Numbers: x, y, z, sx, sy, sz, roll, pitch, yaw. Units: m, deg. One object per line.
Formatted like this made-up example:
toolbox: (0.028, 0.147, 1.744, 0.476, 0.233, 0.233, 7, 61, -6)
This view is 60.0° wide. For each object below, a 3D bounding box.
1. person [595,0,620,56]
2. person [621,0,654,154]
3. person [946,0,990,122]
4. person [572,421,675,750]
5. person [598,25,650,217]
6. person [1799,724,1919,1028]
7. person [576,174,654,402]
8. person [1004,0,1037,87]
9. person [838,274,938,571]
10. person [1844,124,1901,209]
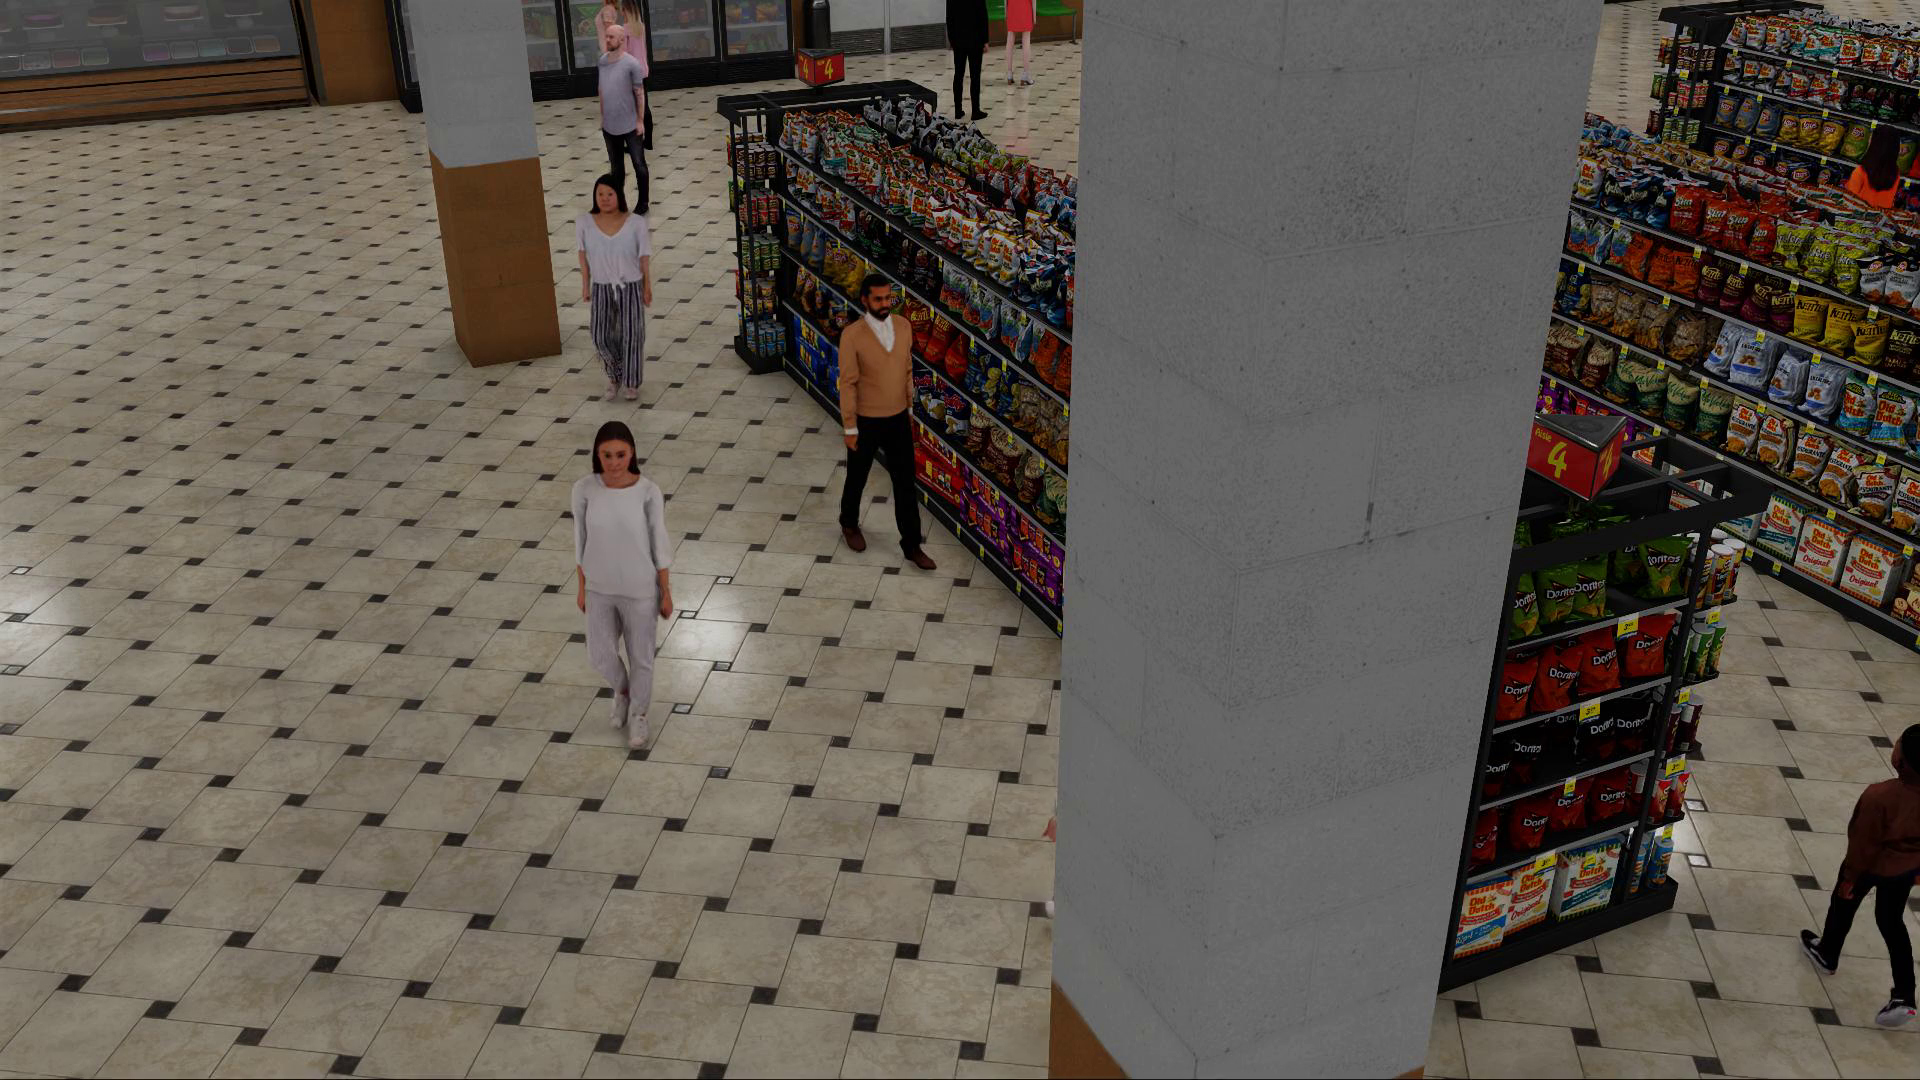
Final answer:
person: (-3.998, -5.552, 19.164, 0.697, 1.831, 0.561, -1, 27, -3)
person: (-3.641, -5.202, 18.631, 0.727, 1.688, 0.685, 12, 29, 23)
person: (0.091, -6.039, 20.055, 0.774, 1.891, 0.844, 11, 29, 20)
person: (-1.620, 0.188, 8.007, 0.727, 1.683, 0.738, -1, 27, -3)
person: (-3.311, -4.121, 16.339, 0.733, 1.832, 0.825, 14, 30, 25)
person: (3.557, 1.281, 6.346, 0.714, 1.237, 0.939, -2, 27, -5)
person: (-2.462, -1.840, 12.022, 0.807, 1.669, 0.823, -1, 27, -1)
person: (0.782, -6.930, 21.883, 0.640, 1.828, 0.722, 12, 29, 23)
person: (-0.521, -0.717, 9.737, 0.754, 1.732, 1.023, -16, 31, -29)
person: (7.052, -2.308, 12.908, 0.740, 1.702, 1.145, -8, 28, -15)
